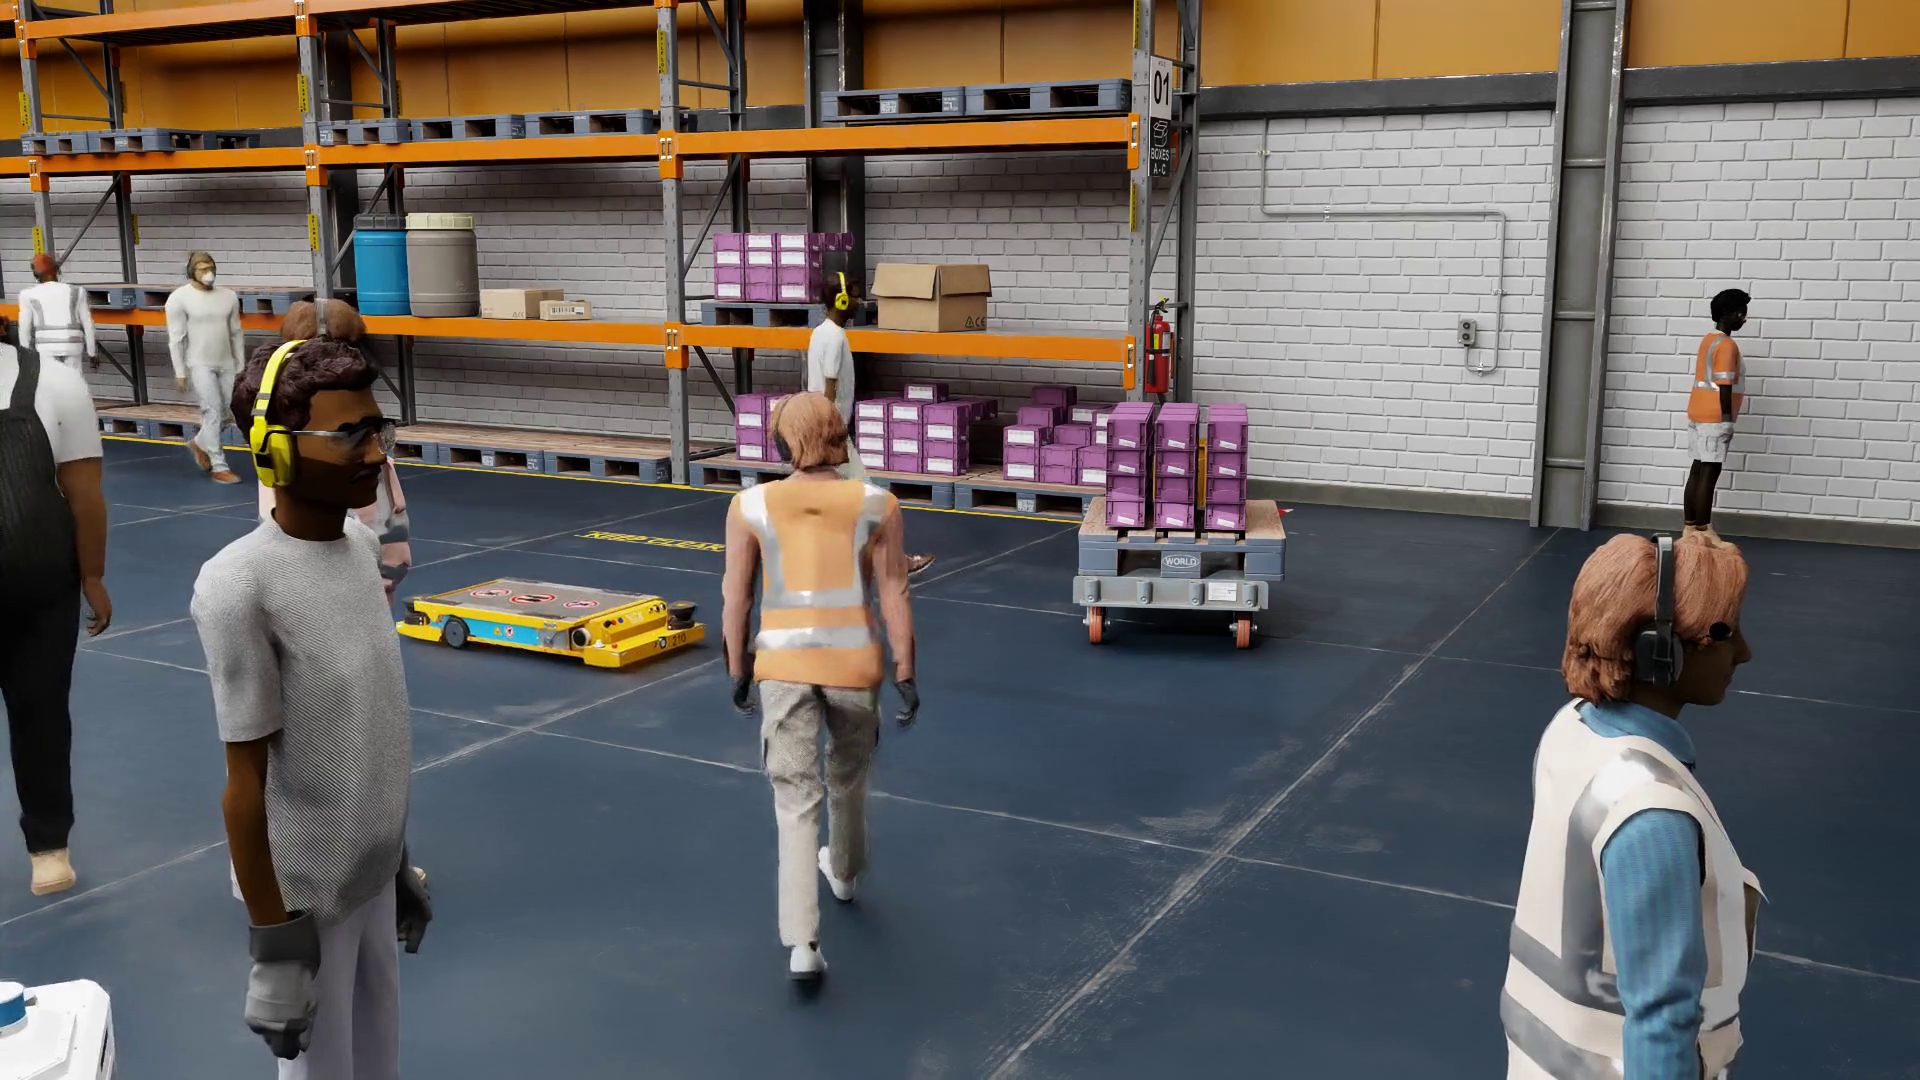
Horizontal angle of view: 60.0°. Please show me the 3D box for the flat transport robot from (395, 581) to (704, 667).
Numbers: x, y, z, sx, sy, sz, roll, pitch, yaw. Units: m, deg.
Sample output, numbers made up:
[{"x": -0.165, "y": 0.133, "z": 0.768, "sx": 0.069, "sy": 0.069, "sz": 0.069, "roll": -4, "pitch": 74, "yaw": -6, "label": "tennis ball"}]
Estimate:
[{"x": -2.052, "y": 0.390, "z": 8.287, "sx": 1.431, "sy": 0.197, "sz": 0.652, "roll": 5, "pitch": 12, "yaw": 27, "label": "flat transport robot"}]

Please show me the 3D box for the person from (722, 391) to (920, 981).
[{"x": -0.389, "y": 0.389, "z": 4.680, "sx": 0.554, "sy": 1.591, "sz": 0.884, "roll": -2, "pitch": 10, "yaw": -8, "label": "person"}]

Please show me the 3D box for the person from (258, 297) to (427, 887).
[{"x": -1.913, "y": 0.180, "z": 5.136, "sx": 0.429, "sy": 1.844, "sz": 0.627, "roll": -5, "pitch": 12, "yaw": -28, "label": "person"}]

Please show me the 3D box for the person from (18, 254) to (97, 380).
[{"x": -8.498, "y": -1.747, "z": 15.659, "sx": 0.669, "sy": 1.864, "sz": 0.388, "roll": -7, "pitch": 13, "yaw": -35, "label": "person"}]

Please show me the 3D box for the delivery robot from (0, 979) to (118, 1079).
[{"x": -1.878, "y": 1.115, "z": 3.276, "sx": 0.477, "sy": 0.478, "sz": 0.707, "roll": -4, "pitch": 11, "yaw": -23, "label": "delivery robot"}]

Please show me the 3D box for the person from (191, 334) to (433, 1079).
[{"x": -1.028, "y": 0.596, "z": 2.776, "sx": 0.319, "sy": 1.870, "sz": 0.532, "roll": 1, "pitch": 10, "yaw": 3, "label": "person"}]

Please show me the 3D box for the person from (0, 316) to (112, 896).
[{"x": -2.936, "y": 0.101, "z": 5.021, "sx": 0.691, "sy": 2.000, "sz": 0.537, "roll": -6, "pitch": 12, "yaw": -30, "label": "person"}]

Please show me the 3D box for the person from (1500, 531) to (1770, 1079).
[{"x": 0.906, "y": 0.796, "z": 2.310, "sx": 0.306, "sy": 1.640, "sz": 0.522, "roll": 2, "pitch": 10, "yaw": 8, "label": "person"}]

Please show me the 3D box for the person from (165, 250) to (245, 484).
[{"x": -6.225, "y": -1.424, "z": 13.721, "sx": 0.675, "sy": 1.918, "sz": 0.639, "roll": 6, "pitch": 12, "yaw": 32, "label": "person"}]

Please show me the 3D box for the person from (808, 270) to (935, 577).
[{"x": -0.627, "y": -0.637, "z": 9.669, "sx": 0.924, "sy": 1.824, "sz": 0.534, "roll": -3, "pitch": 11, "yaw": -17, "label": "person"}]

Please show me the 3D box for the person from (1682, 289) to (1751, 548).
[{"x": 4.899, "y": -0.778, "z": 10.793, "sx": 0.322, "sy": 1.692, "sz": 0.534, "roll": 2, "pitch": 11, "yaw": 11, "label": "person"}]
